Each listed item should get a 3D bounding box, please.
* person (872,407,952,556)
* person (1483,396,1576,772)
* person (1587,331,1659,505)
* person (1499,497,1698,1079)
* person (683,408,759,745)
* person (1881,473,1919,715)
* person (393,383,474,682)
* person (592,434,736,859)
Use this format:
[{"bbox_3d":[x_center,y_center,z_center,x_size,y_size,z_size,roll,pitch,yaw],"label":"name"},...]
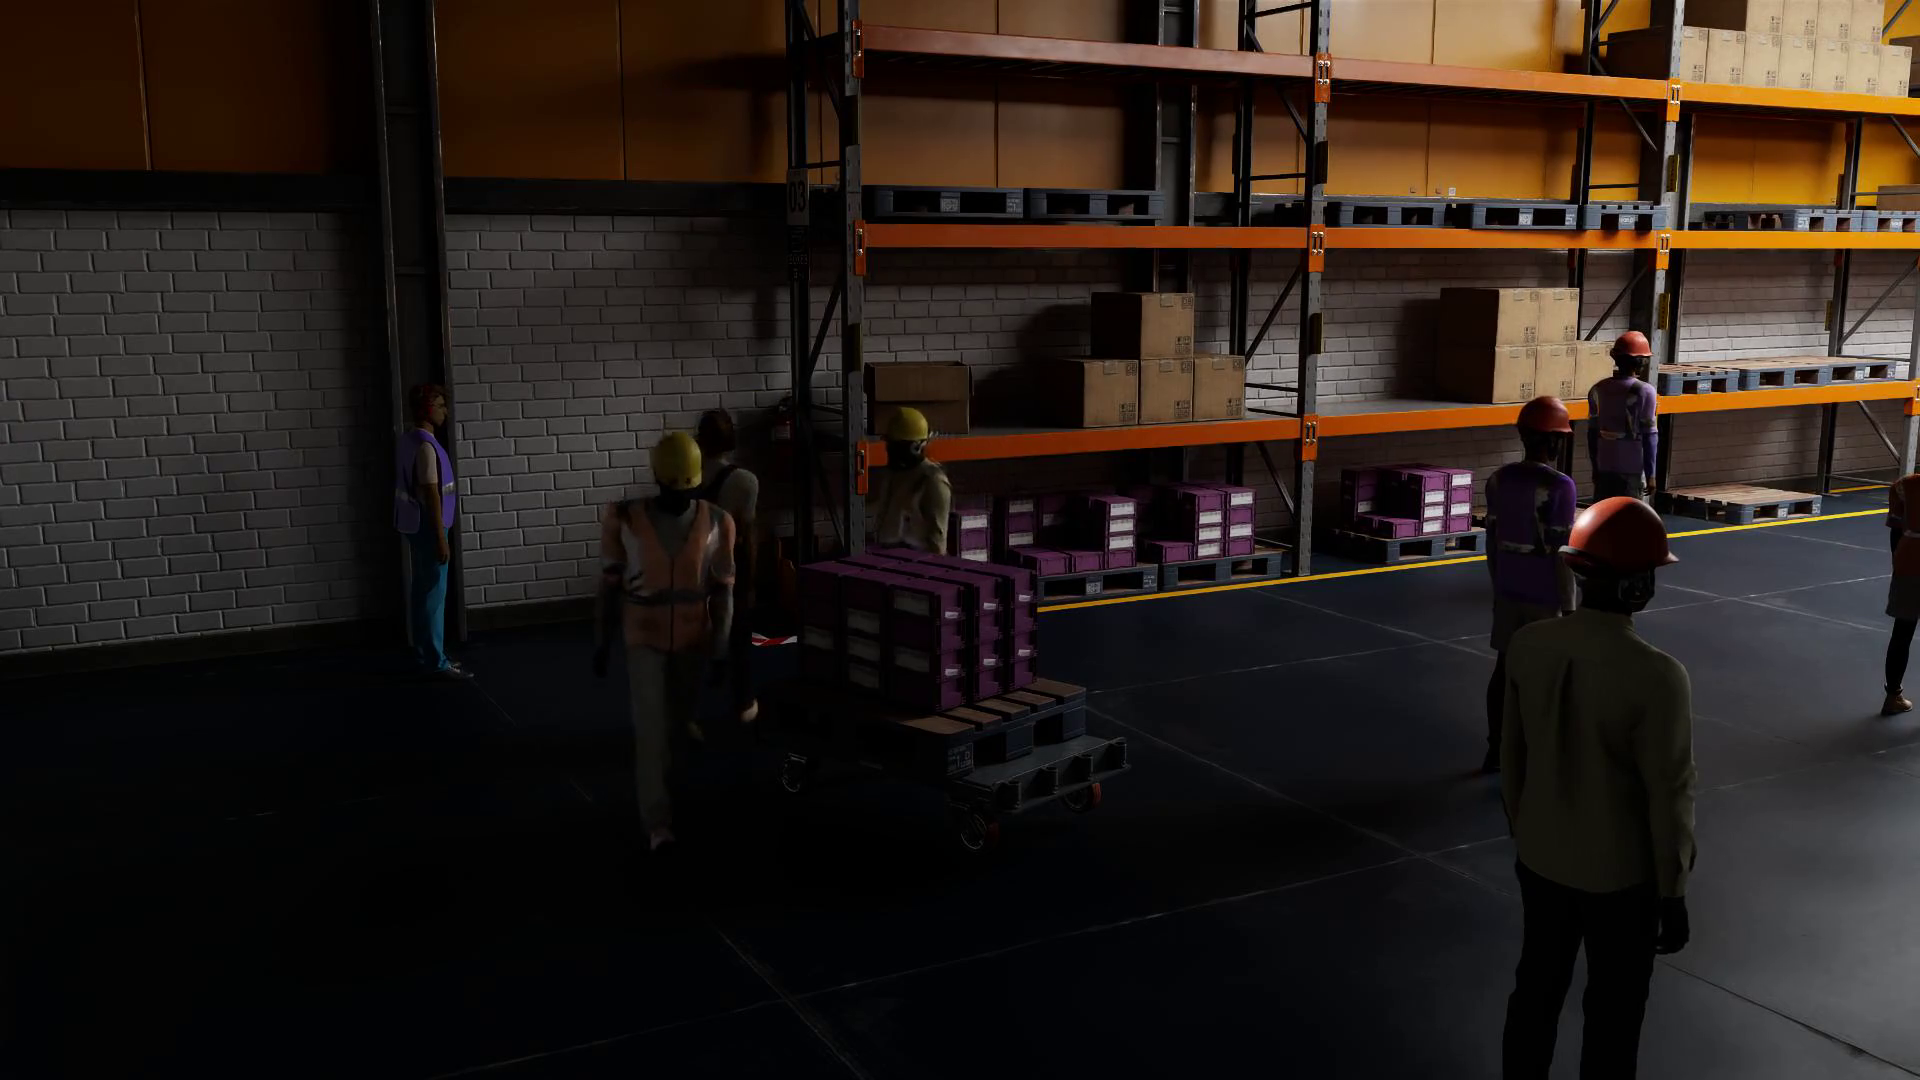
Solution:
[{"bbox_3d":[-0.224,0.155,9.213,0.699,1.810,0.599,-6,11,-30],"label":"person"},{"bbox_3d":[2.862,0.250,8.301,0.355,1.938,0.544,-5,11,-28],"label":"person"},{"bbox_3d":[5.060,-0.565,12.688,0.370,2.044,0.608,-5,11,-28],"label":"person"},{"bbox_3d":[1.742,0.871,4.562,0.375,1.995,0.611,-5,11,-28],"label":"person"},{"bbox_3d":[-1.341,0.191,9.026,0.525,1.810,0.882,2,10,13],"label":"person"},{"bbox_3d":[5.460,0.189,9.341,0.318,1.699,0.534,-5,11,-28],"label":"person"},{"bbox_3d":[-3.286,-0.045,10.268,0.389,1.843,0.567,-5,11,-28],"label":"person"},{"bbox_3d":[-1.289,0.458,7.342,0.644,1.846,1.017,-4,10,-19],"label":"person"}]
